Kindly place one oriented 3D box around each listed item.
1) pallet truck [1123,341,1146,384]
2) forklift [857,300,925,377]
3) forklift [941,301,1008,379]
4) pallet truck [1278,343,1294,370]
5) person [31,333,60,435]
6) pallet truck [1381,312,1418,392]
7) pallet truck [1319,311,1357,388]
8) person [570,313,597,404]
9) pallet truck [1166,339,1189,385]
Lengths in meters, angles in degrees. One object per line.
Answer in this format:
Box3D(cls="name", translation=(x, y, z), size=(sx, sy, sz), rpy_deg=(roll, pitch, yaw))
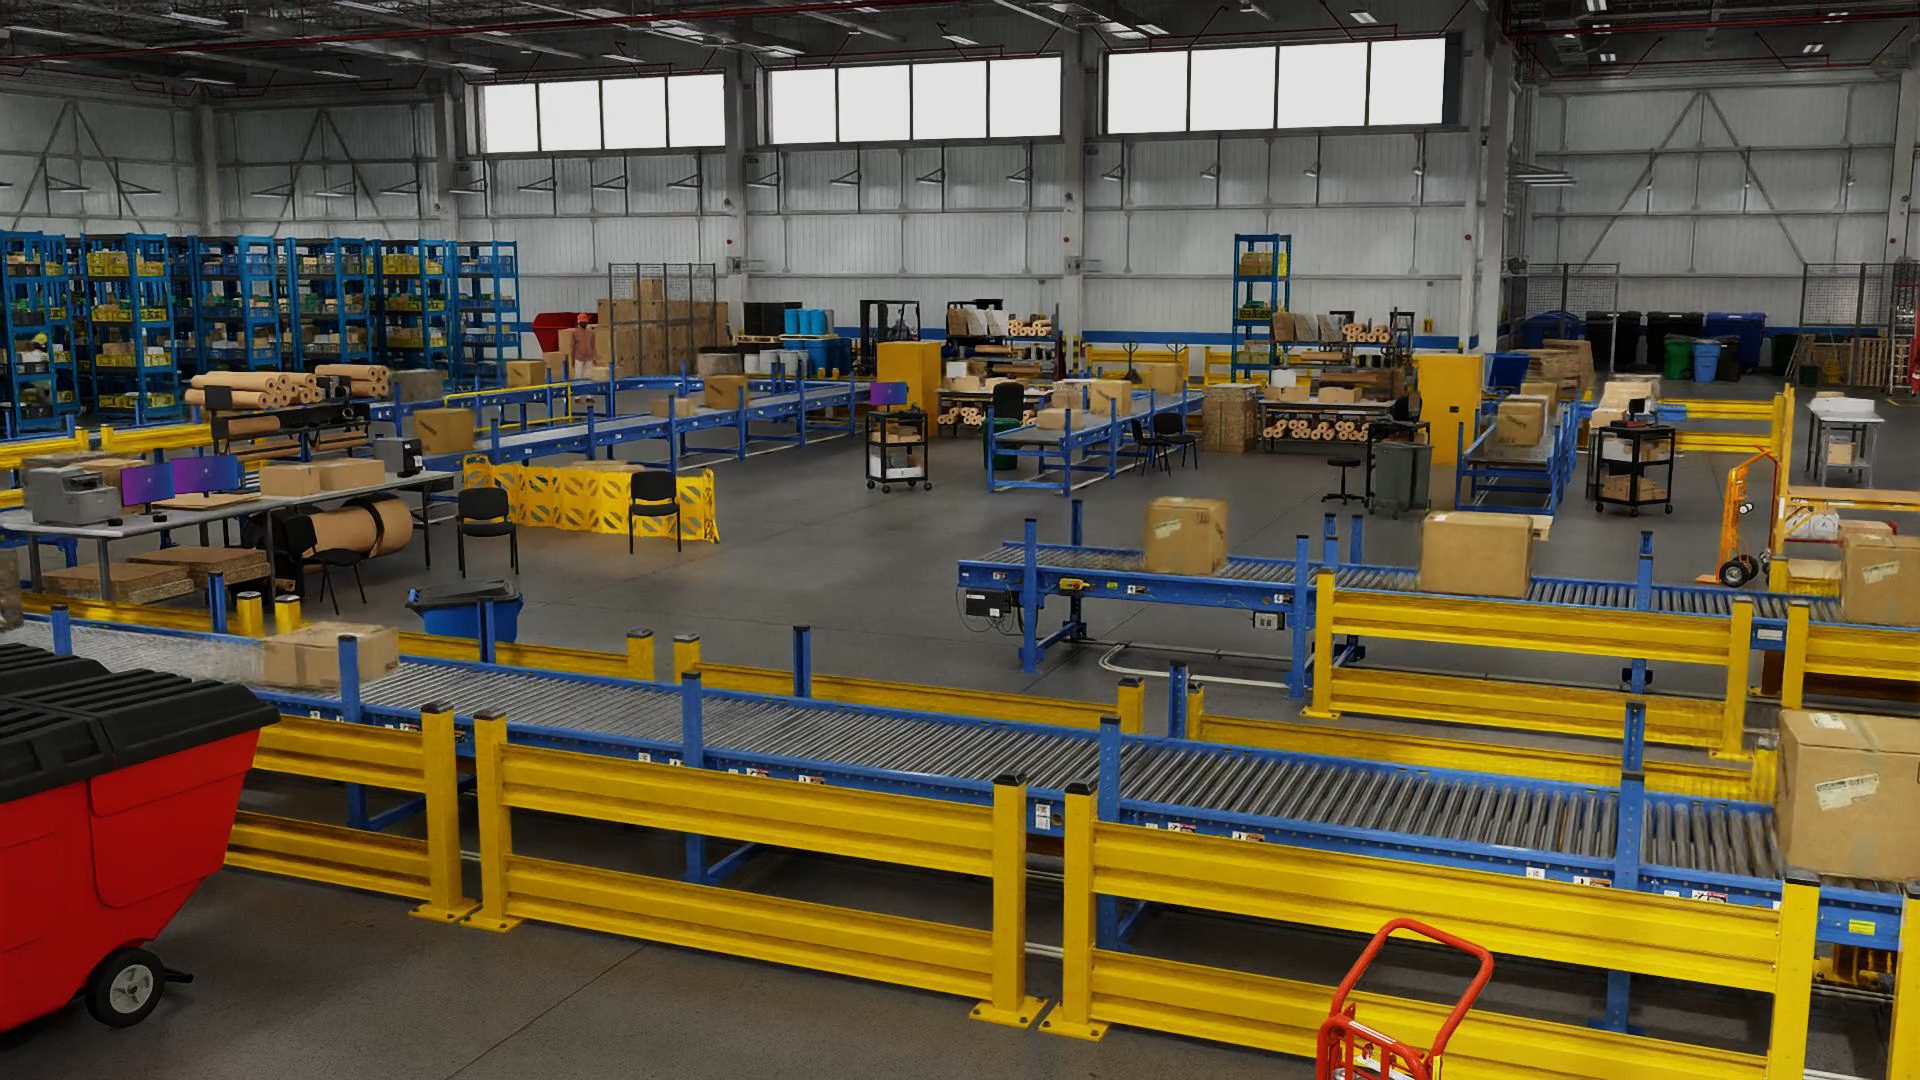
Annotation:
Box3D(cls="pallet truck", translation=(4.445, -4.380, 41.279), size=(0.680, 1.201, 1.601), rpy_deg=(4, 10, 22))
Box3D(cls="forklift", translation=(-1.732, -5.109, 42.468), size=(1.157, 1.987, 2.680), rpy_deg=(4, 10, 22))
Box3D(cls="forklift", translation=(0.365, -4.966, 41.571), size=(1.157, 1.987, 2.680), rpy_deg=(3, 10, 20))
Box3D(cls="pallet truck", translation=(7.886, -4.163, 39.743), size=(0.653, 1.274, 1.630), rpy_deg=(4, 10, 22))
Box3D(cls="person", translation=(-16.421, -2.789, 29.825), size=(0.404, 1.828, 0.598), rpy_deg=(-8, 12, -39))
Box3D(cls="pallet truck", translation=(10.207, -4.283, 38.369), size=(0.823, 1.965, 1.885), rpy_deg=(3, 10, 20))
Box3D(cls="pallet truck", translation=(9.071, -4.419, 39.190), size=(0.823, 1.965, 1.885), rpy_deg=(5, 10, 26))
Box3D(cls="person", translation=(-8.281, -3.994, 36.623), size=(0.612, 1.994, 0.395), rpy_deg=(-8, 12, -39))
Box3D(cls="pallet truck", translation=(5.418, -4.269, 40.420), size=(0.704, 1.261, 1.522), rpy_deg=(3, 10, 20))
